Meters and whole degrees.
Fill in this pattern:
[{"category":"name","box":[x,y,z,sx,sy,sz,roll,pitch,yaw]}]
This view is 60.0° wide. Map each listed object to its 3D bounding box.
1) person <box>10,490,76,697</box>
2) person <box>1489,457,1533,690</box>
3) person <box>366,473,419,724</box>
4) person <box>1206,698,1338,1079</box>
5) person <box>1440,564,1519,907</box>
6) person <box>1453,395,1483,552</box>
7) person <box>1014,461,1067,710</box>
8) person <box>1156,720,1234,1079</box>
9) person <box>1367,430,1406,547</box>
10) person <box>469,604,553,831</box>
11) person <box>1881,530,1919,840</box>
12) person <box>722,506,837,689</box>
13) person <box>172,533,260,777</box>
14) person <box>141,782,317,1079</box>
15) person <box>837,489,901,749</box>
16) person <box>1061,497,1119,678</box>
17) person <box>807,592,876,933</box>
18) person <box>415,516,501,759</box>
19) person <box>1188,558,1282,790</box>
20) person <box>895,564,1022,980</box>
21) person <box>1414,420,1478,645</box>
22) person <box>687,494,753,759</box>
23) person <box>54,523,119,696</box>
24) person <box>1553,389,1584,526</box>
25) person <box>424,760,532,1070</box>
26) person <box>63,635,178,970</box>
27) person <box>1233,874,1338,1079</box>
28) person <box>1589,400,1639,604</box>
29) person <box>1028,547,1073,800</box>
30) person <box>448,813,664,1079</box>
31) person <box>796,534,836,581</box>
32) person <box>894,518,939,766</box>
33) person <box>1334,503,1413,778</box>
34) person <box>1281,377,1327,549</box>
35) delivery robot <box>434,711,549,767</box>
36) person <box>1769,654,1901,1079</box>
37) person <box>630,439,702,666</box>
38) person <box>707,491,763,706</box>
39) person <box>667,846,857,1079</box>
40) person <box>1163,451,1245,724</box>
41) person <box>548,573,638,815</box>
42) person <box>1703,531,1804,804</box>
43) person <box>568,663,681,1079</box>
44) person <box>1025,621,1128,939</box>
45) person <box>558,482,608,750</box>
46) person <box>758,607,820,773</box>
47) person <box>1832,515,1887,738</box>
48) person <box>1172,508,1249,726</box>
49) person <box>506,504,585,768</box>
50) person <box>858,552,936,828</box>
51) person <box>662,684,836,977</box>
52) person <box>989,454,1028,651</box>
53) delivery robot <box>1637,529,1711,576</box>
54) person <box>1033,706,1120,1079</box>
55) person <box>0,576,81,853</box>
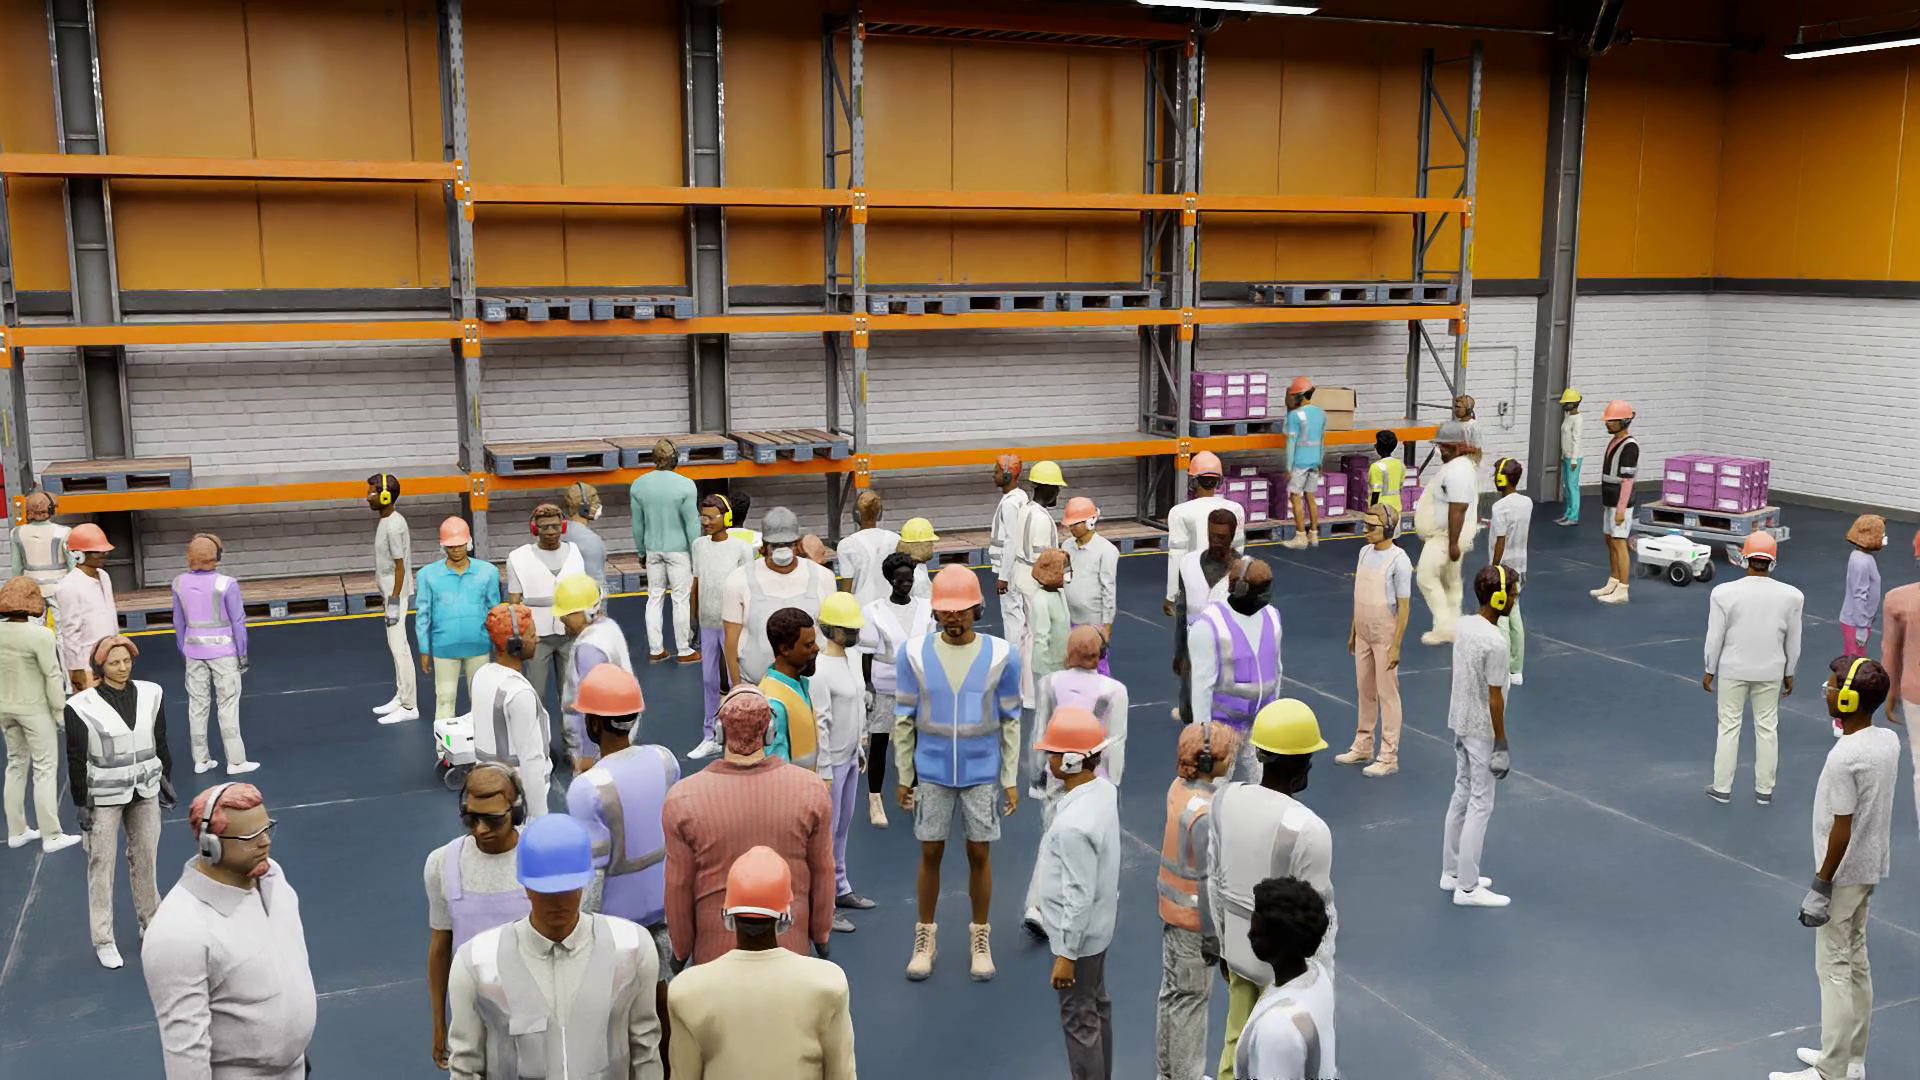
[{"category":"person","box":[-7.171,0.429,13.097,0.525,1.639,0.307,0,10,-3]},{"category":"person","box":[4.380,0.269,13.372,0.532,1.865,0.311,-9,13,-42]},{"category":"person","box":[-4.255,0.430,12.428,0.325,1.871,0.521,-4,11,-23]},{"category":"person","box":[1.139,1.512,6.026,0.367,1.927,0.587,-7,12,-34]},{"category":"person","box":[2.802,1.046,8.933,0.341,1.857,0.521,-1,10,-8]},{"category":"person","box":[5.874,-0.780,19.467,0.333,1.844,0.514,-4,11,-20]},{"category":"person","box":[0.620,0.347,12.771,0.397,1.919,0.586,-1,10,-7]},{"category":"person","box":[0.956,1.530,6.751,0.315,1.640,0.515,-1,10,-5]},{"category":"person","box":[4.329,-0.277,17.000,0.541,1.695,0.316,-9,13,-43]},{"category":"person","box":[-2.079,1.225,7.811,0.351,1.882,0.582,-8,13,-38]},{"category":"person","box":[5.623,0.891,9.580,0.615,1.939,0.739,5,11,26]},{"category":"person","box":[-1.032,0.806,9.771,0.681,2.000,0.536,-3,10,-15]},{"category":"person","box":[-4.993,0.770,11.115,0.517,1.645,0.307,2,10,10]},{"category":"person","box":[-2.201,1.671,5.170,0.407,1.906,0.654,1,10,4]},{"category":"person","box":[-0.644,0.558,11.764,0.507,1.846,0.345,-6,12,-31]},{"category":"person","box":[0.905,0.542,12.157,0.354,1.738,0.577,-8,13,-38]},{"category":"person","box":[-0.624,1.137,8.665,0.311,1.765,0.526,3,10,17]},{"category":"person","box":[-3.352,0.705,11.175,0.573,1.750,0.330,-4,11,-23]},{"category":"person","box":[1.550,1.012,9.223,0.690,1.828,0.535,-5,11,-25]},{"category":"person","box":[-0.009,1.115,7.980,0.609,2.043,0.397,1,10,4]},{"category":"person","box":[4.317,-0.071,14.822,0.536,2.000,0.691,4,11,21]},{"category":"person","box":[-1.648,0.605,11.421,0.532,1.870,0.316,4,11,24]},{"category":"person","box":[-5.654,0.755,10.885,0.341,1.752,0.563,-1,10,-3]},{"category":"person","box":[7.814,-1.058,21.330,0.338,1.761,0.524,1,10,6]},{"category":"person","box":[-1.545,1.625,5.653,0.511,1.836,0.357,0,10,-1]},{"category":"person","box":[-4.145,1.271,8.242,0.310,1.642,0.514,6,12,32]},{"category":"person","box":[0.976,1.822,4.966,0.444,1.705,0.558,4,11,21]},{"category":"person","box":[6.542,-0.382,16.631,0.393,2.036,0.607,1,10,6]},{"category":"person","box":[0.589,0.850,10.688,0.271,1.632,0.508,3,10,16]},{"category":"person","box":[-1.147,1.718,4.779,0.605,1.950,0.380,-4,11,-21]},{"category":"person","box":[-0.986,0.763,11.173,0.310,1.640,0.514,4,10,20]},{"category":"person","box":[-0.284,0.712,11.170,0.294,1.744,0.486,-3,10,-18]},{"category":"person","box":[2.795,0.662,11.163,0.345,1.846,0.508,-5,11,-25]},{"category":"person","box":[4.080,-0.915,19.715,0.709,2.030,0.411,-8,13,-39]},{"category":"delivery robot","box":[-3.110,1.280,11.047,0.707,0.478,0.477,-6,11,-30]},{"category":"person","box":[3.646,1.391,6.891,0.518,1.872,0.326,-9,13,-41]},{"category":"person","box":[-2.470,0.107,14.091,0.628,1.940,0.373,3,10,18]},{"category":"person","box":[-1.683,0.472,12.686,0.535,1.697,0.318,0,10,-2]},{"category":"person","box":[-0.587,1.774,5.014,0.561,1.753,0.330,-1,10,-5]},{"category":"person","box":[1.796,0.357,12.347,0.616,2.041,0.383,-3,10,-17]},{"category":"person","box":[-1.981,1.056,9.068,0.459,1.799,0.670,0,10,-2]},{"category":"person","box":[5.022,0.809,10.576,0.572,1.750,0.329,2,10,10]},{"category":"person","box":[-1.322,1.430,6.468,0.369,1.939,0.542,6,11,30]},{"category":"person","box":[0.587,1.233,8.587,0.525,1.601,0.843,5,11,28]},{"category":"person","box":[-2.598,0.559,11.490,0.370,1.939,0.631,-8,13,-39]},{"category":"person","box":[-0.803,1.245,7.591,0.398,1.920,0.588,0,10,1]},{"category":"person","box":[6.496,0.622,12.000,0.286,1.633,0.499,5,11,27]},{"category":"person","box":[1.651,0.723,10.646,0.613,1.901,0.463,6,12,33]},{"category":"person","box":[-2.749,0.657,11.191,0.572,1.843,0.373,-6,11,-30]},{"category":"person","box":[-0.370,0.905,10.189,0.533,1.697,0.319,-5,11,-26]},{"category":"person","box":[-0.791,1.480,6.276,0.641,1.908,0.407,-2,10,-14]},{"category":"person","box":[0.394,0.237,13.504,0.356,1.883,0.574,1,10,7]},{"category":"delivery robot","box":[7.584,0.127,17.690,0.477,0.478,0.707,-6,12,-33]},{"category":"person","box":[0.447,1.509,6.546,0.338,1.749,0.573,3,10,14]},{"category":"person","box":[-5.463,1.018,9.752,0.504,1.628,0.279,3,10,18]}]
